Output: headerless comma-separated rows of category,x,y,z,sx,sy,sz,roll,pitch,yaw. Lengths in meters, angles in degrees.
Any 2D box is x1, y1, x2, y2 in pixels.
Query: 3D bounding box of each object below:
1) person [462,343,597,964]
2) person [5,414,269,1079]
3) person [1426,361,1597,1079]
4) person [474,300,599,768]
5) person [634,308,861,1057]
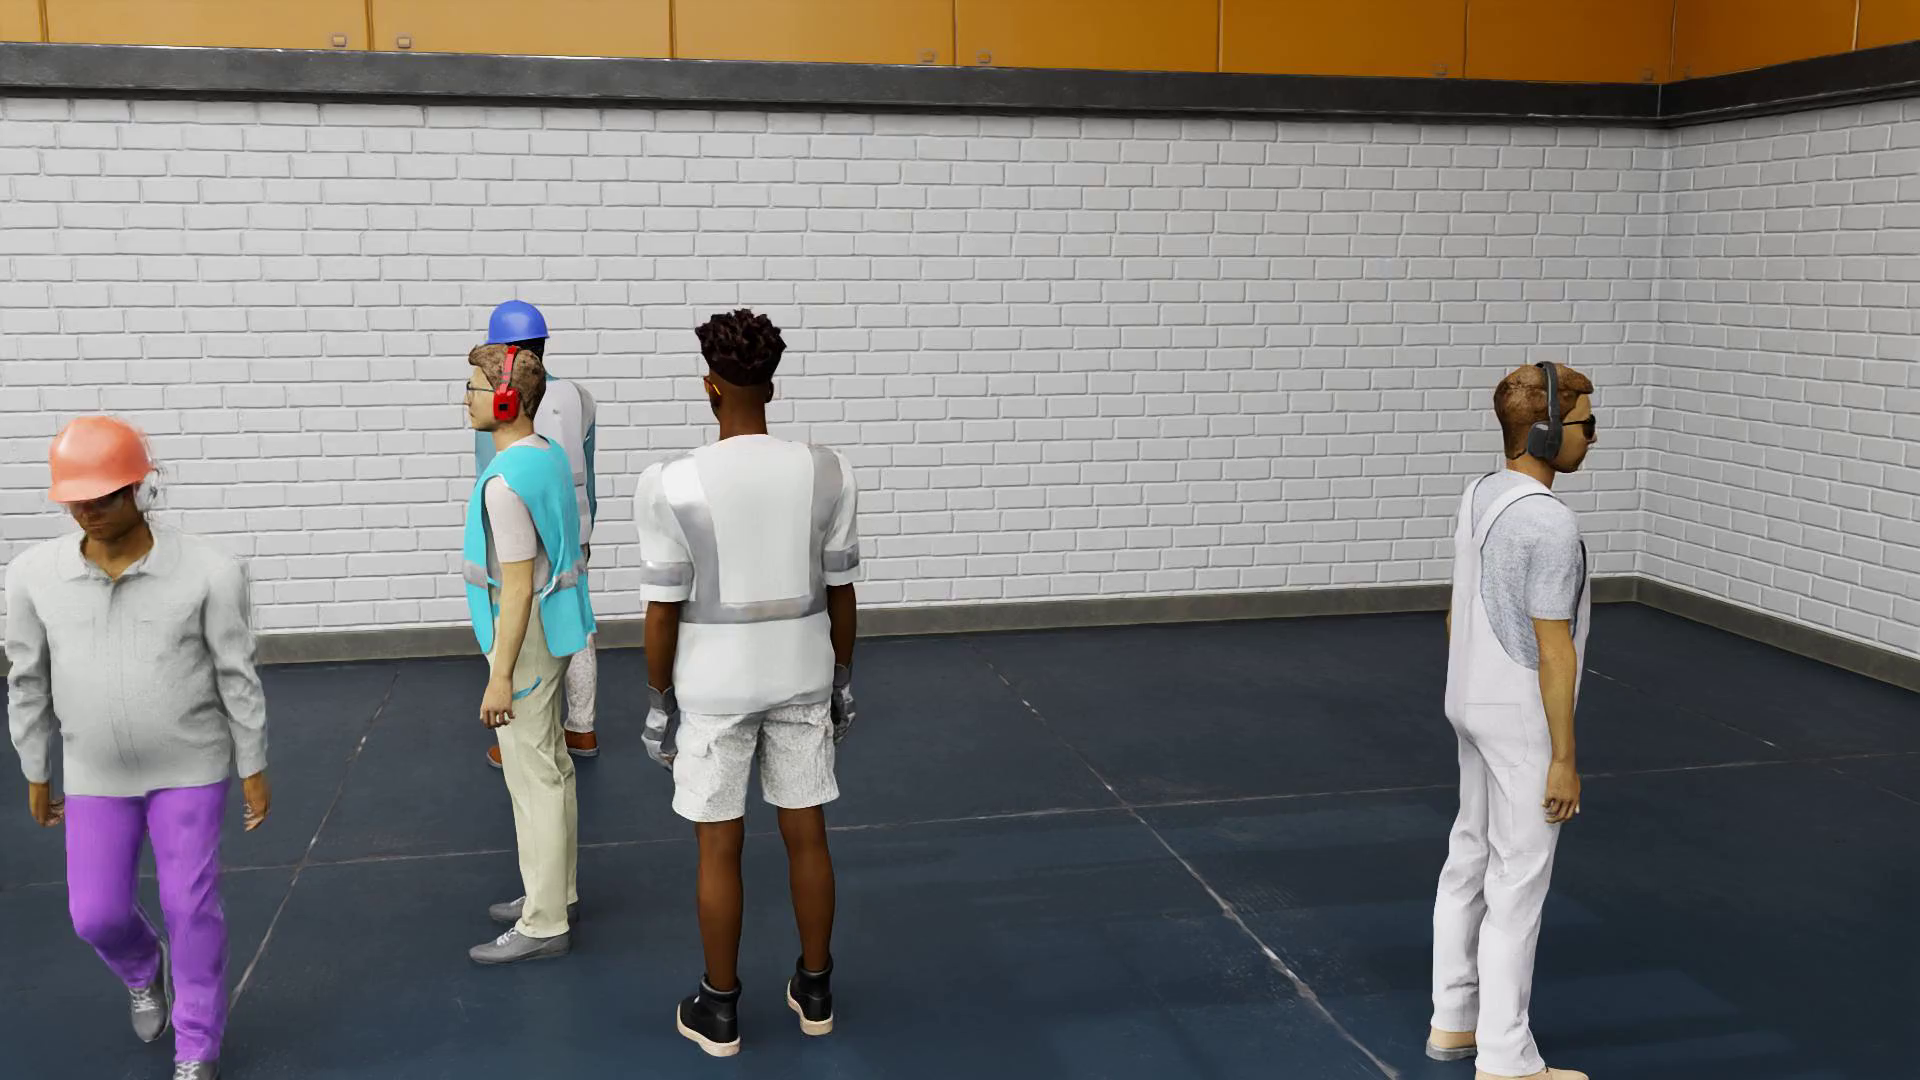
person,-1.298,0.337,5.003,0.390,1.850,0.565,-1,9,-4
person,-2.021,0.538,4.124,0.590,1.732,0.534,-2,10,-12
person,1.390,0.479,4.152,0.329,1.844,0.515,-1,9,-9
person,-1.754,-0.014,6.880,0.416,1.939,0.604,6,11,34
person,-0.552,0.379,4.393,0.605,1.966,0.367,-4,10,-25
